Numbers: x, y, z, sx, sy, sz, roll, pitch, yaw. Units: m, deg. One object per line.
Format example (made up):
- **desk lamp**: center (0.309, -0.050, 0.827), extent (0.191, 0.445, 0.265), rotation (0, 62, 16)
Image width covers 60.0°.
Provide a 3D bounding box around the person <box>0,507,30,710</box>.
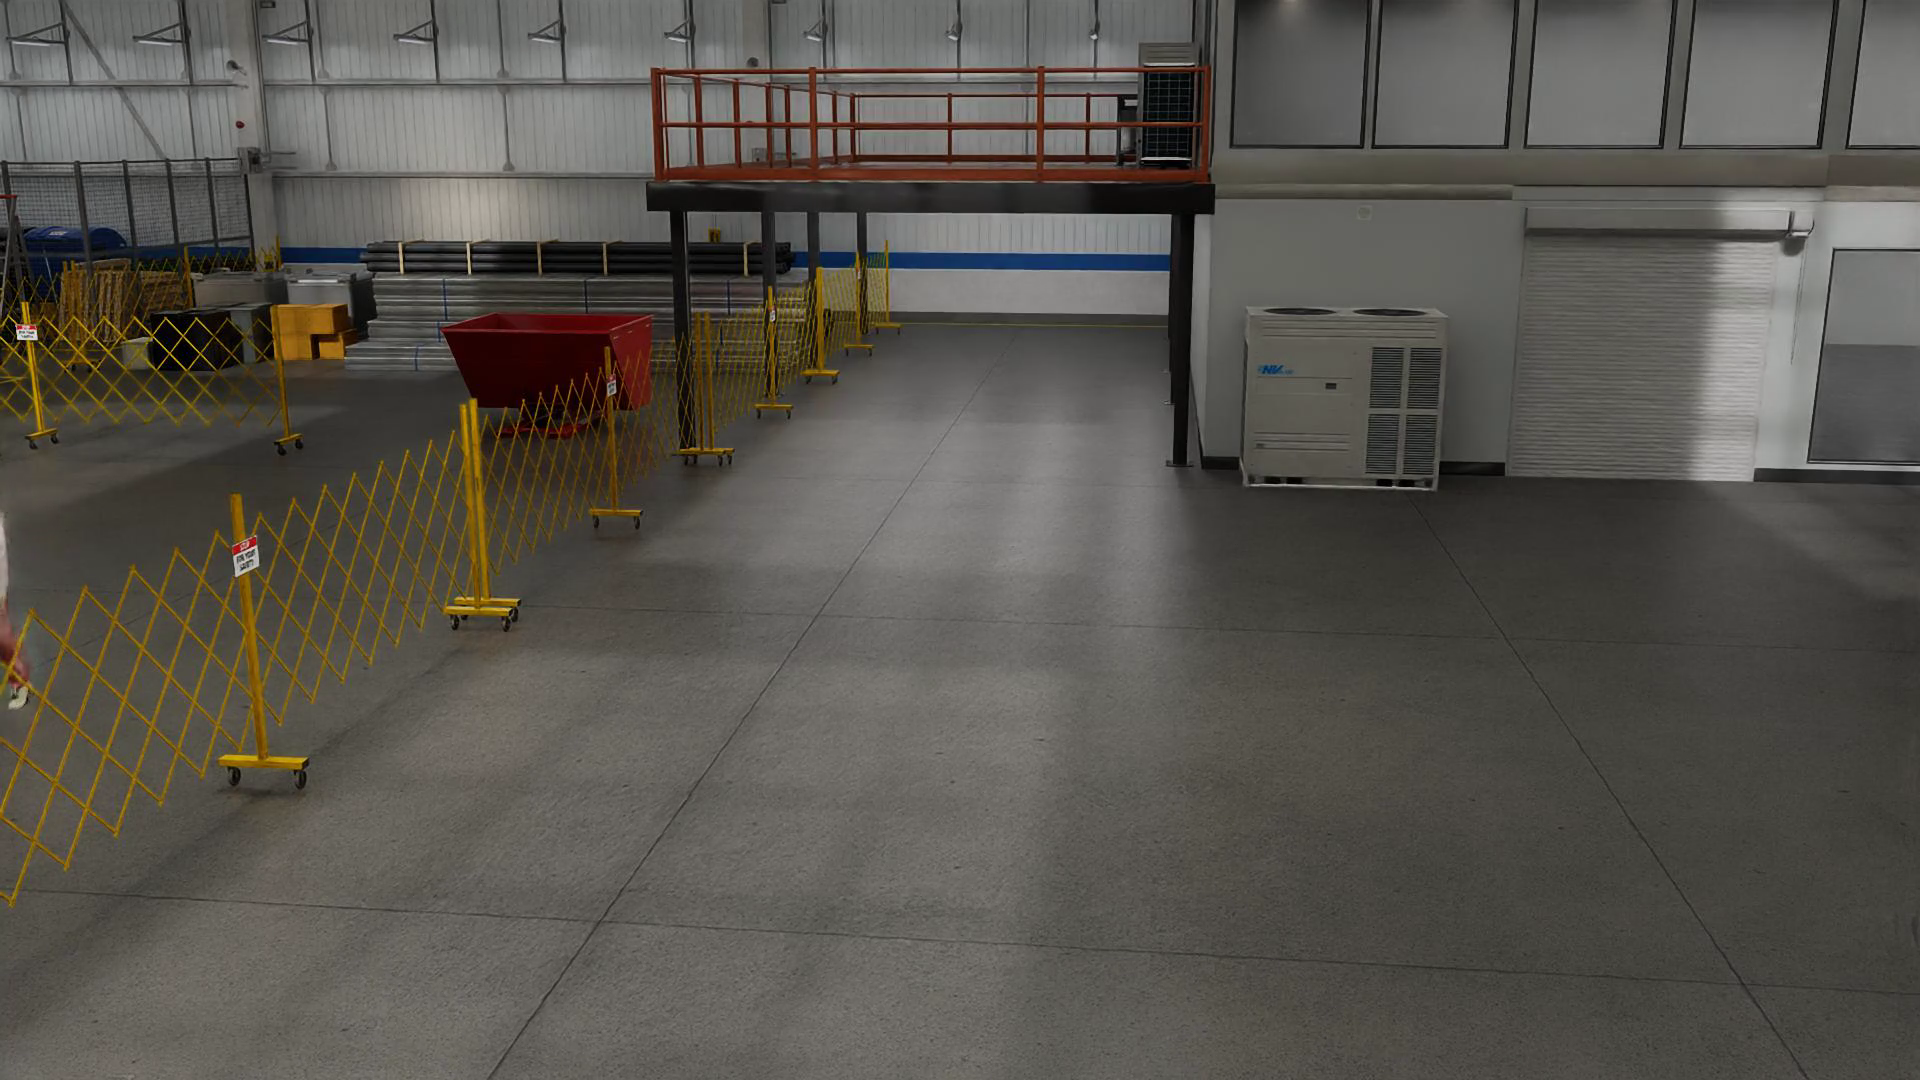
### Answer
- **person**: center (-5.970, 0.290, 10.035), extent (0.523, 1.726, 0.909), rotation (-3, 14, -12)
